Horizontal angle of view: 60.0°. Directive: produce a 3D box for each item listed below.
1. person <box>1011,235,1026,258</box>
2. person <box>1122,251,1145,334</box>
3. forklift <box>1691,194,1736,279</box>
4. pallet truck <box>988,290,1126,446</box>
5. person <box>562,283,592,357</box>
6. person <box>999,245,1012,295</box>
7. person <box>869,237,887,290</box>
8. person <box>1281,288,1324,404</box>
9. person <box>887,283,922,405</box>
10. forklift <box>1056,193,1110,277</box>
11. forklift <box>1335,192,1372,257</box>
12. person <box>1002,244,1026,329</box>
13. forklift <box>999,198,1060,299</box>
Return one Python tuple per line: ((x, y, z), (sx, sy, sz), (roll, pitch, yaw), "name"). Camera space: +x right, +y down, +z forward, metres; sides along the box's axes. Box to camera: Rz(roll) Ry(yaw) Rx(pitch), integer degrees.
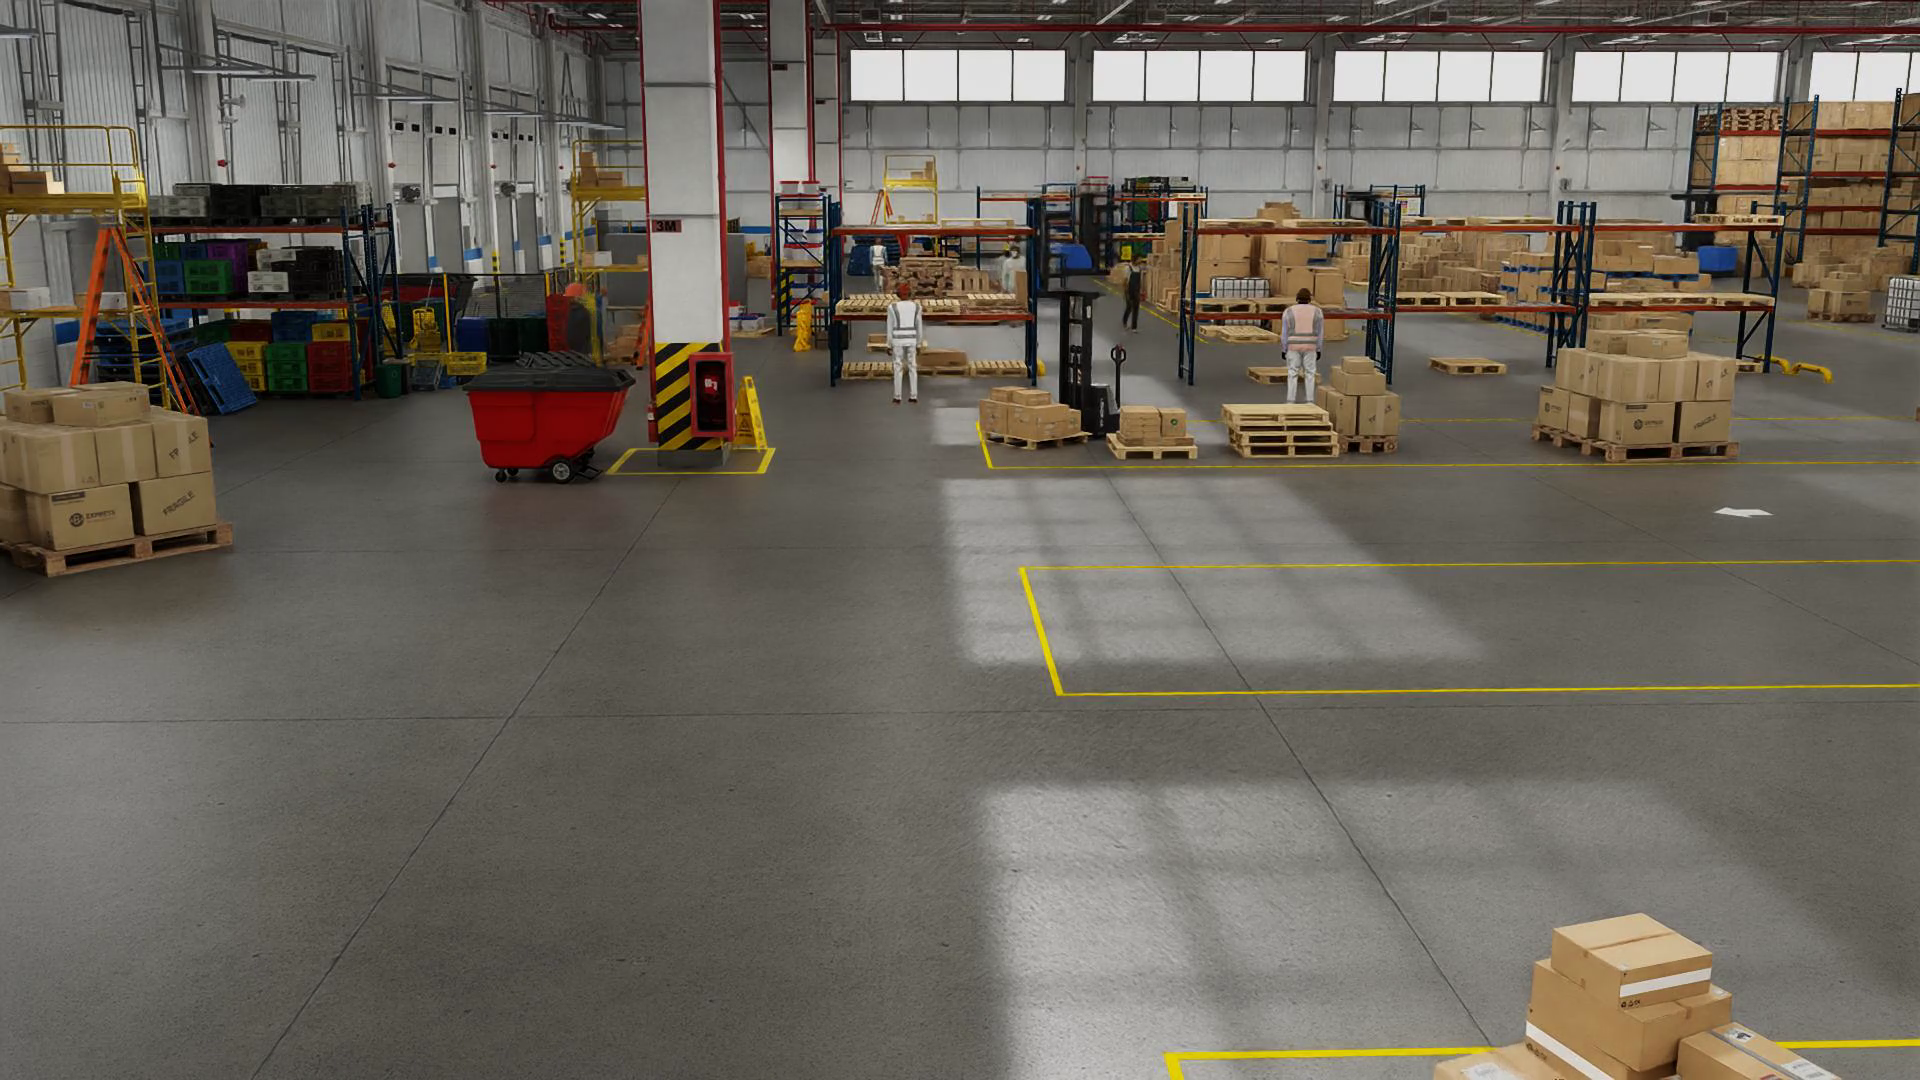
((1.555, -7.384, 45.339), (0.651, 1.878, 1.032), (-4, 13, -18), "person")
((3.819, -5.500, 36.988), (0.559, 1.819, 0.449), (-7, 14, -29), "person")
((24.962, -10.208, 55.808), (1.129, 2.768, 1.873), (-9, 15, -36), "forklift")
((1.257, -2.299, 22.111), (1.885, 1.965, 0.823), (-9, 15, -35), "pallet truck")
((-5.519, -2.719, 24.031), (0.441, 1.984, 0.638), (-10, 16, -39), "person")
((1.236, -6.750, 42.901), (0.485, 1.693, 0.913), (-3, 13, -14), "person")
((-2.477, -8.369, 50.393), (0.529, 1.619, 0.716), (0, 12, -1), "person")
((5.142, -2.865, 25.025), (0.629, 1.843, 0.429), (1, 13, 4), "person")
((-0.856, -3.019, 25.653), (0.577, 1.878, 0.347), (-5, 13, -21), "person")
((4.282, -10.412, 56.729), (1.873, 2.768, 1.129), (-2, 13, -8), "forklift")
((14.631, -11.444, 61.390), (1.129, 2.768, 1.873), (0, 12, -2), "forklift")
((1.252, -5.778, 37.993), (0.651, 1.916, 0.600), (4, 13, 18), "person")
((2.060, -8.197, 46.732), (1.873, 2.768, 1.129), (0, 12, -2), "forklift")
